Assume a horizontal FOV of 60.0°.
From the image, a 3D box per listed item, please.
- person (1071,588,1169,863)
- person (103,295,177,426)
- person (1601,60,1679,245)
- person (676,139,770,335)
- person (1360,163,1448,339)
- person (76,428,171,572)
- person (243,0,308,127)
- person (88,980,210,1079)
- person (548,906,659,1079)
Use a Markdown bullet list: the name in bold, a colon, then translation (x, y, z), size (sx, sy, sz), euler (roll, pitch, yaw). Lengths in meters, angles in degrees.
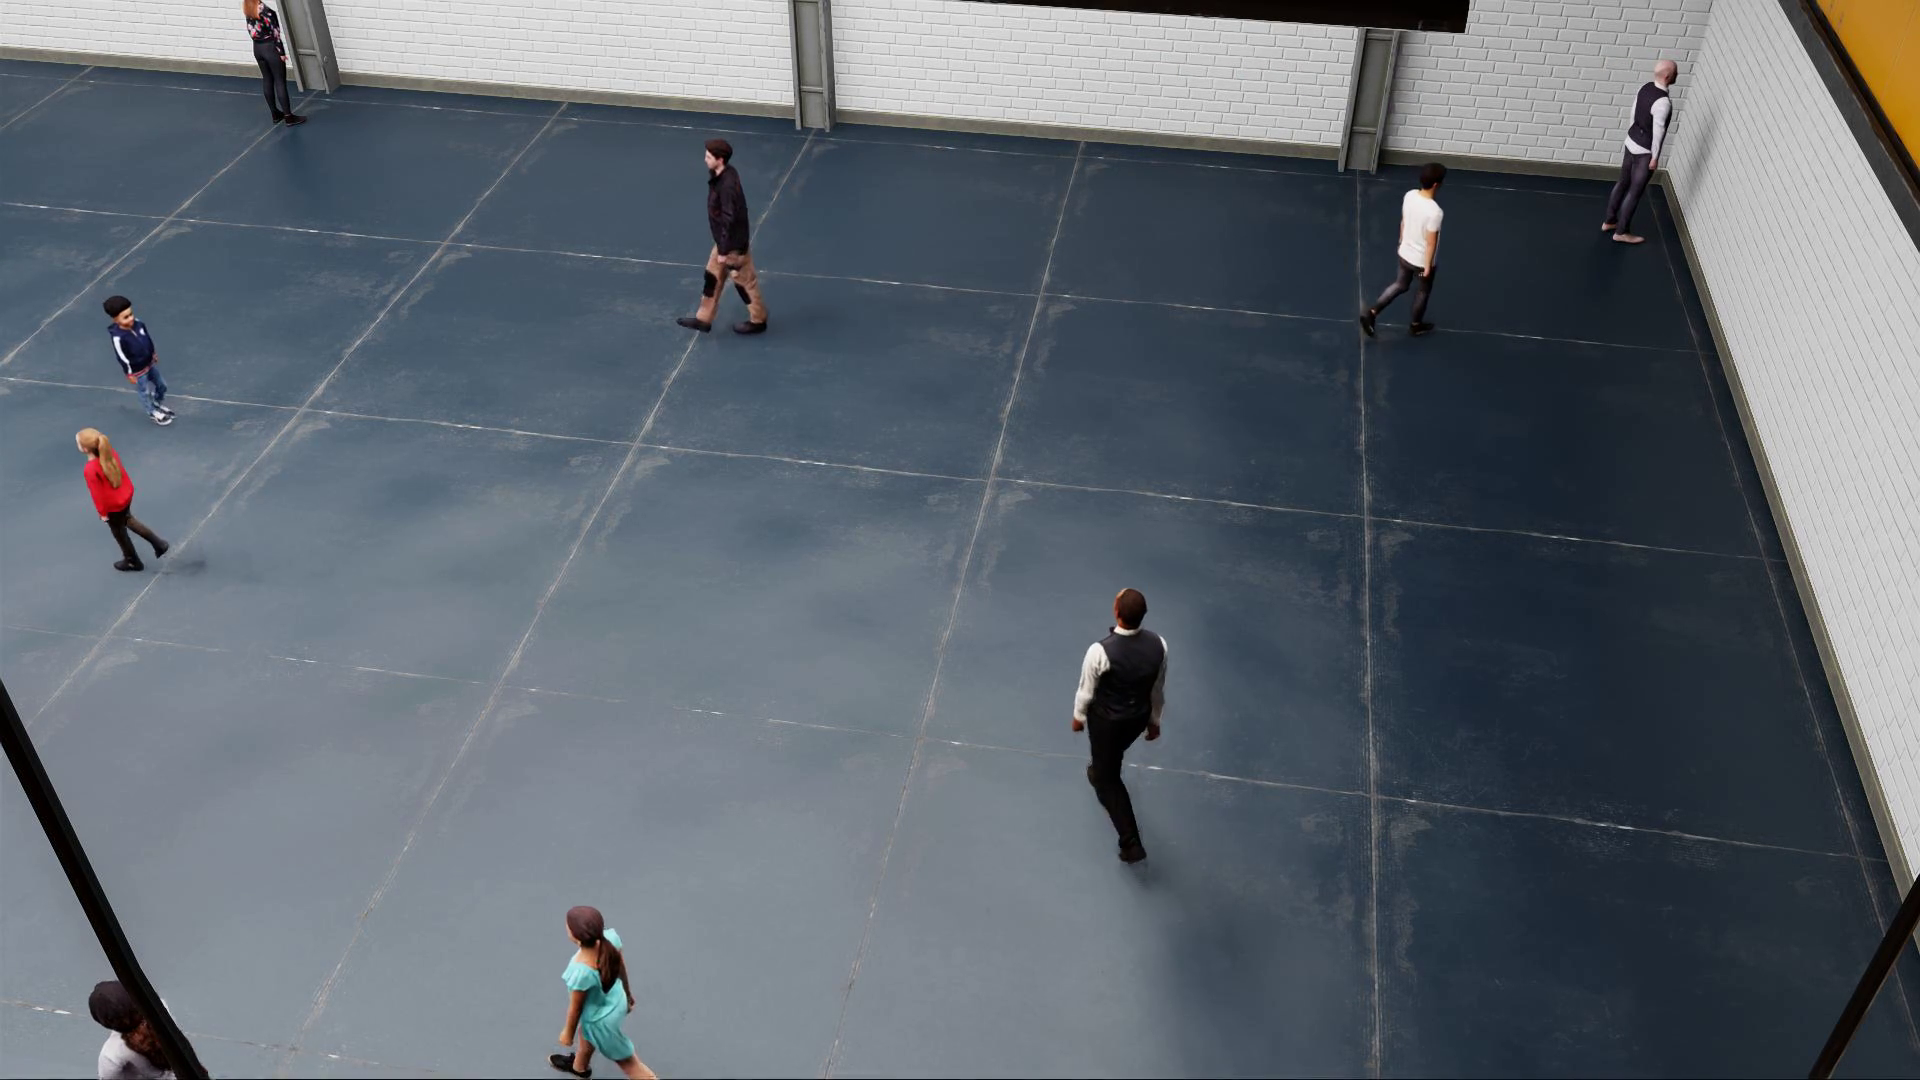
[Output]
- **person**: translation (0.974, 1.130, 9.963), size (1.241, 1.893, 1.173), euler (-15, 41, -18)
- **person**: translation (-6.849, -1.497, 13.794), size (0.544, 1.217, 0.569), euler (14, 41, 17)
- **person**: translation (6.640, -3.792, 16.184), size (0.696, 1.822, 0.757), euler (-5, 39, -6)
- **person**: translation (-1.930, -2.646, 14.687), size (1.198, 1.899, 1.025), euler (-11, 40, -13)
- **person**: translation (3.970, -2.519, 14.686), size (1.106, 1.702, 0.966), euler (-16, 41, -19)
- **person**: translation (-6.168, -0.291, 12.237), size (0.666, 1.276, 0.509), euler (5, 39, 6)
- **person**: translation (-7.628, -5.406, 18.316), size (0.561, 1.683, 0.703), euler (21, 43, 24)
- **person**: translation (-3.796, 2.748, 8.112), size (1.092, 1.676, 0.599), euler (7, 39, 8)
- **person**: translation (-1.777, 2.473, 8.582), size (1.091, 1.520, 0.678), euler (12, 40, 15)
